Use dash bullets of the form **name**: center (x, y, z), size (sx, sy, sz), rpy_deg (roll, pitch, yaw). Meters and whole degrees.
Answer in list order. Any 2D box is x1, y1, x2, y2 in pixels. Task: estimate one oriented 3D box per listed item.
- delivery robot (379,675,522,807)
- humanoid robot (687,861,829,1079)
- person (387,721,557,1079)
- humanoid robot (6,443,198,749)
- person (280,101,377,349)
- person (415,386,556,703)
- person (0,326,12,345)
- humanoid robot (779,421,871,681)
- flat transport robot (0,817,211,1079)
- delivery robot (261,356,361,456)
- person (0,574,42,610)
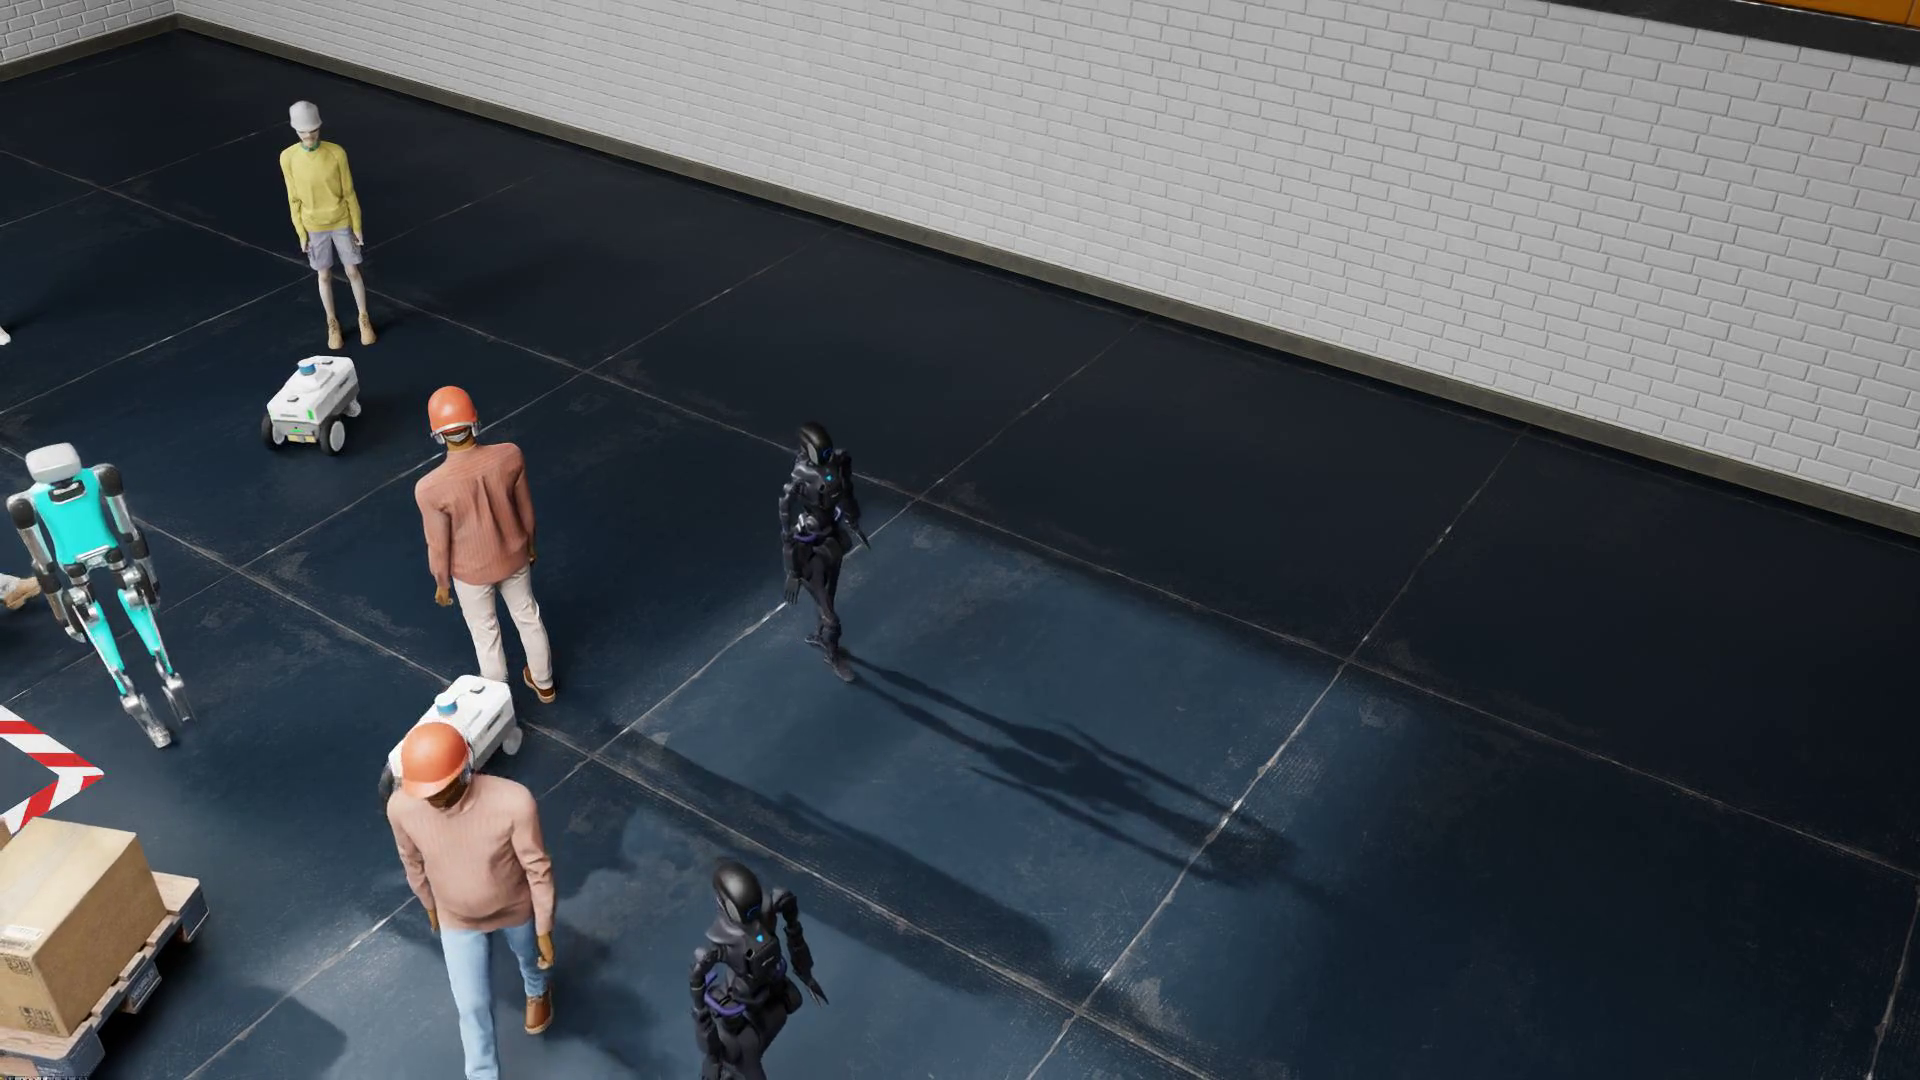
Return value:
- **delivery robot**: center (-2.596, 1.060, 8.508), size (0.499, 0.606, 0.790), rpy_deg (11, 36, 15)
- **humanoid robot**: center (-0.794, 1.819, 6.490), size (0.793, 1.628, 0.608), rpy_deg (27, 43, 33)
- **person**: center (-1.905, 1.500, 6.666), size (0.610, 1.942, 1.020), rpy_deg (-4, 35, -5)
- **humanoid robot**: center (-4.255, 0.415, 8.446), size (0.532, 1.854, 0.696), rpy_deg (-27, 43, -33)
- **person**: center (-4.612, -2.304, 12.156), size (0.481, 1.887, 0.403), rpy_deg (-12, 37, -16)
- **person**: center (-2.461, 0.099, 8.624), size (0.609, 1.989, 0.388), rpy_deg (-28, 44, -34)
- **person**: center (-7.399, -2.252, 12.092), size (0.510, 1.865, 0.329), rpy_deg (-22, 40, -28)
- **humanoid robot**: center (-0.738, 0.029, 9.003), size (0.484, 1.638, 0.614), rpy_deg (24, 42, 31)
- **flat transport robot**: center (-4.113, 2.011, 7.389), size (0.659, 0.231, 1.431), rpy_deg (7, 36, 10)
- **delivery robot**: center (-4.412, -0.935, 11.353), size (0.499, 0.598, 0.769), rpy_deg (5, 35, 7)
- **person**: center (-5.714, -0.143, 9.134), size (0.947, 1.792, 0.638), rpy_deg (-19, 39, -25)
